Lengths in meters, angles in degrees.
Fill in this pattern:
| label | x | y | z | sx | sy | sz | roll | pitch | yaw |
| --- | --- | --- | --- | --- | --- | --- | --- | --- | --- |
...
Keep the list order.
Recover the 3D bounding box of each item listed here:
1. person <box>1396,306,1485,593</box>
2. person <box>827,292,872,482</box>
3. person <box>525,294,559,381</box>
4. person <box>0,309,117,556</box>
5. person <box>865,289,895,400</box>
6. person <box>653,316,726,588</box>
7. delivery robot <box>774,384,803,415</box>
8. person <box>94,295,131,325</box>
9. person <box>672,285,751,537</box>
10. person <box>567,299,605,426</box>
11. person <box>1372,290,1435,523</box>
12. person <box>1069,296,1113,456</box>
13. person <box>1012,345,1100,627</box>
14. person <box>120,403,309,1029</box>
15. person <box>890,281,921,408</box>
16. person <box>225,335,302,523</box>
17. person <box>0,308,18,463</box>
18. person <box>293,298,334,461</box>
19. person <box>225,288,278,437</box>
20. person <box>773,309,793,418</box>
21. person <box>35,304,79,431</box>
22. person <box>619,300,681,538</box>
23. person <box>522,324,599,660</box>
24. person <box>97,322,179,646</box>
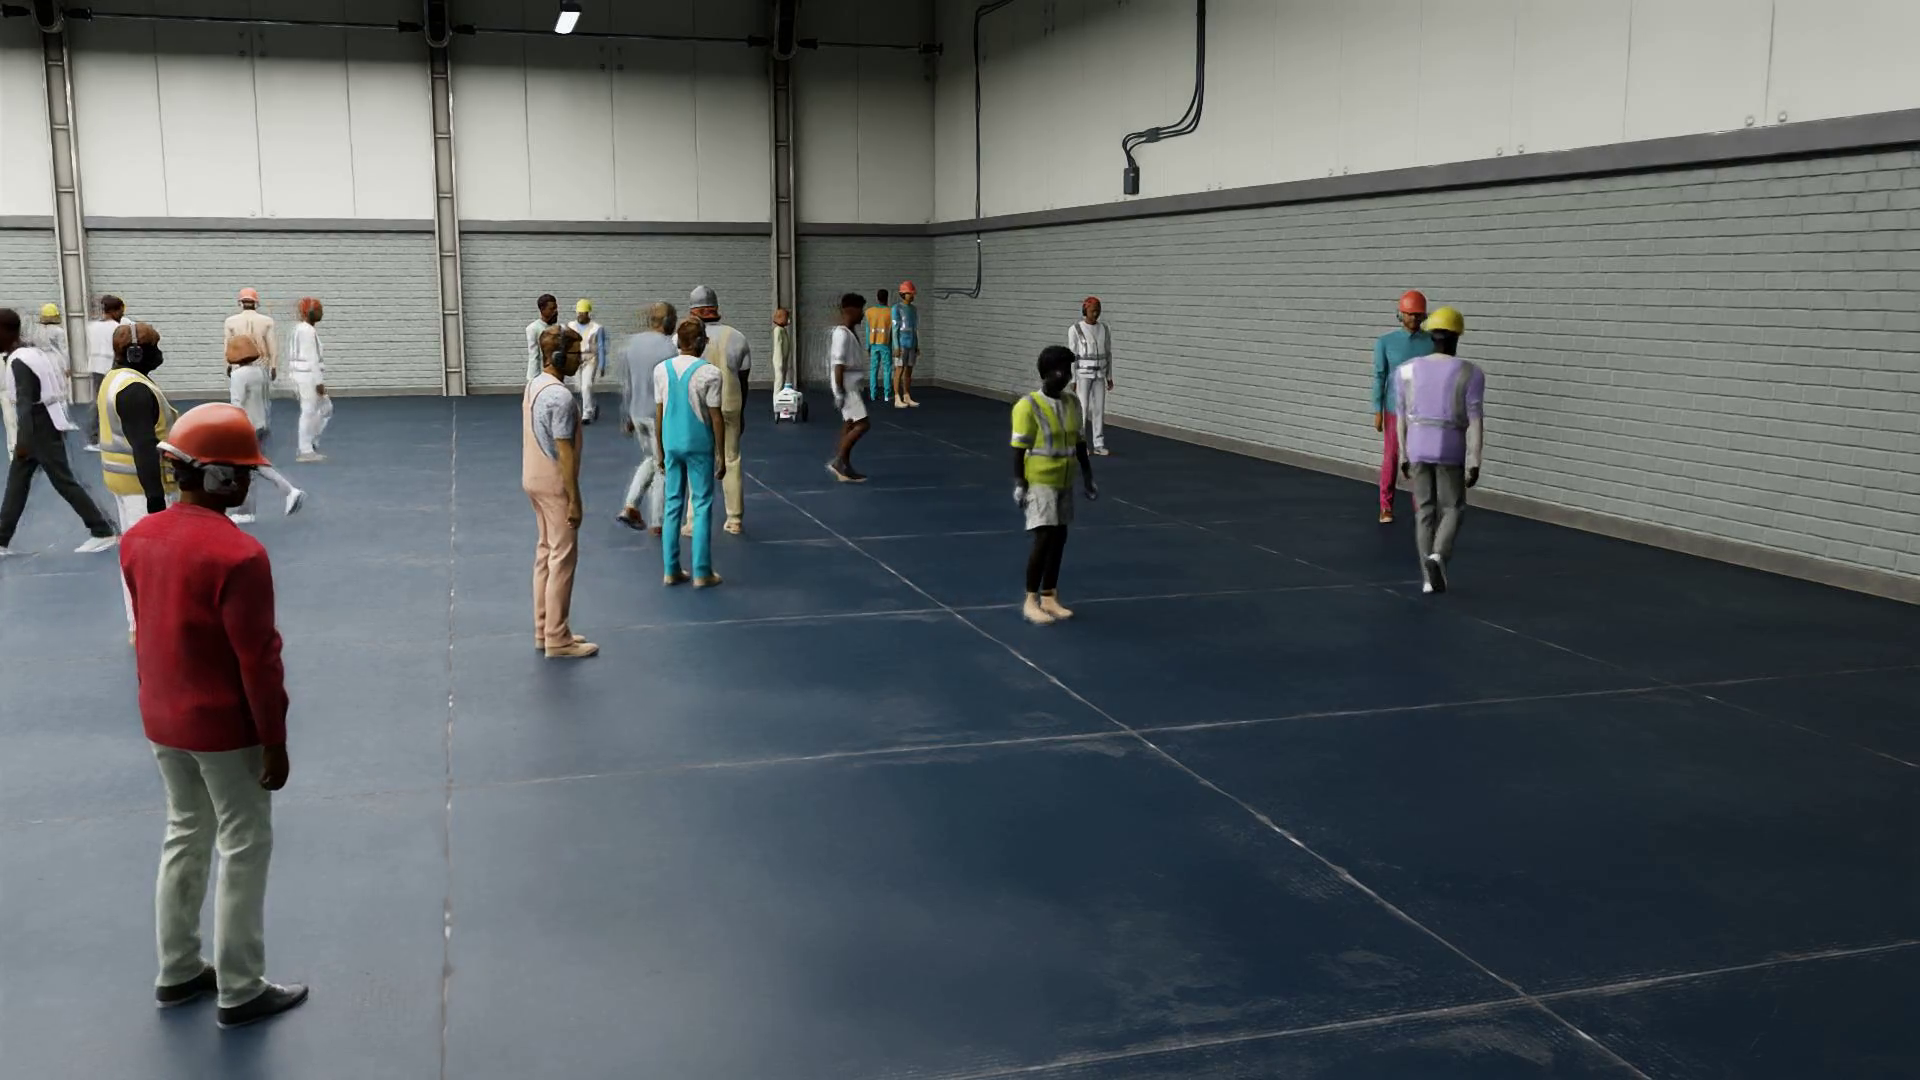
| label | x | y | z | sx | sy | sz | roll | pitch | yaw |
| --- | --- | --- | --- | --- | --- | --- | --- | --- | --- |
| person | 3.110 | -0.567 | 10.875 | 0.587 | 1.906 | 0.558 | 5 | 10 | 31 |
| person | -1.097 | -1.545 | 16.957 | 0.432 | 1.943 | 0.601 | 0 | 9 | 3 |
| person | -4.539 | -1.735 | 18.264 | 0.399 | 1.920 | 0.590 | 3 | 9 | 19 |
| person | -6.932 | -0.793 | 12.473 | 1.031 | 1.864 | 0.637 | -6 | 11 | -33 |
| person | -1.345 | -3.343 | 28.570 | 0.584 | 1.911 | 0.391 | 2 | 9 | 14 |
| person | -1.813 | -0.585 | 11.207 | 0.517 | 1.836 | 0.348 | 3 | 9 | 18 |
| delivery robot | -2.488 | -2.019 | 24.113 | 0.477 | 0.478 | 0.707 | 0 | 9 | 2 |
| person | -11.672 | -2.446 | 22.961 | 0.539 | 1.869 | 0.313 | -2 | 9 | -11 |
| person | -2.061 | -1.045 | 13.476 | 0.682 | 2.000 | 0.536 | -5 | 10 | -31 |
| person | -5.340 | -2.553 | 23.834 | 0.593 | 1.808 | 0.730 | 3 | 9 | 20 |
| person | 3.817 | -1.120 | 14.152 | 0.608 | 1.987 | 0.402 | 0 | 9 | 1 |
| person | 1.543 | -1.924 | 19.608 | 0.586 | 1.879 | 0.361 | -5 | 10 | -28 |
| person | 0.564 | -0.334 | 10.051 | 0.386 | 1.690 | 0.557 | 9 | 12 | 44 |
| person | -2.070 | 0.486 | 4.663 | 0.577 | 1.737 | 0.354 | 5 | 10 | 31 |
| person | -0.857 | -3.162 | 26.966 | 0.378 | 2.045 | 0.605 | 7 | 11 | 36 |
| person | -5.998 | -0.938 | 14.145 | 0.585 | 1.614 | 0.503 | 0 | 9 | 3 |
| person | -10.259 | -1.611 | 17.719 | 0.506 | 1.842 | 0.346 | -5 | 10 | -27 |
| person | -7.399 | -1.824 | 19.006 | 0.459 | 1.871 | 0.593 | -3 | 9 | -19 |
| person | -9.202 | -2.273 | 21.595 | 0.616 | 1.955 | 0.955 | -4 | 10 | -25 |
| person | -2.676 | -2.657 | 25.048 | 0.278 | 1.634 | 0.498 | 0 | 9 | 2 |
| person | -12.449 | -2.372 | 22.878 | 0.493 | 1.746 | 0.282 | 3 | 9 | 16 |
| person | -2.459 | -0.964 | 13.372 | 0.663 | 1.914 | 0.463 | 7 | 11 | 37 |
| person | -2.207 | -0.255 | 9.099 | 0.341 | 1.835 | 0.521 | -6 | 11 | -33 |
| person | -4.544 | -0.290 | 9.297 | 0.429 | 1.844 | 0.624 | -7 | 11 | -36 |
